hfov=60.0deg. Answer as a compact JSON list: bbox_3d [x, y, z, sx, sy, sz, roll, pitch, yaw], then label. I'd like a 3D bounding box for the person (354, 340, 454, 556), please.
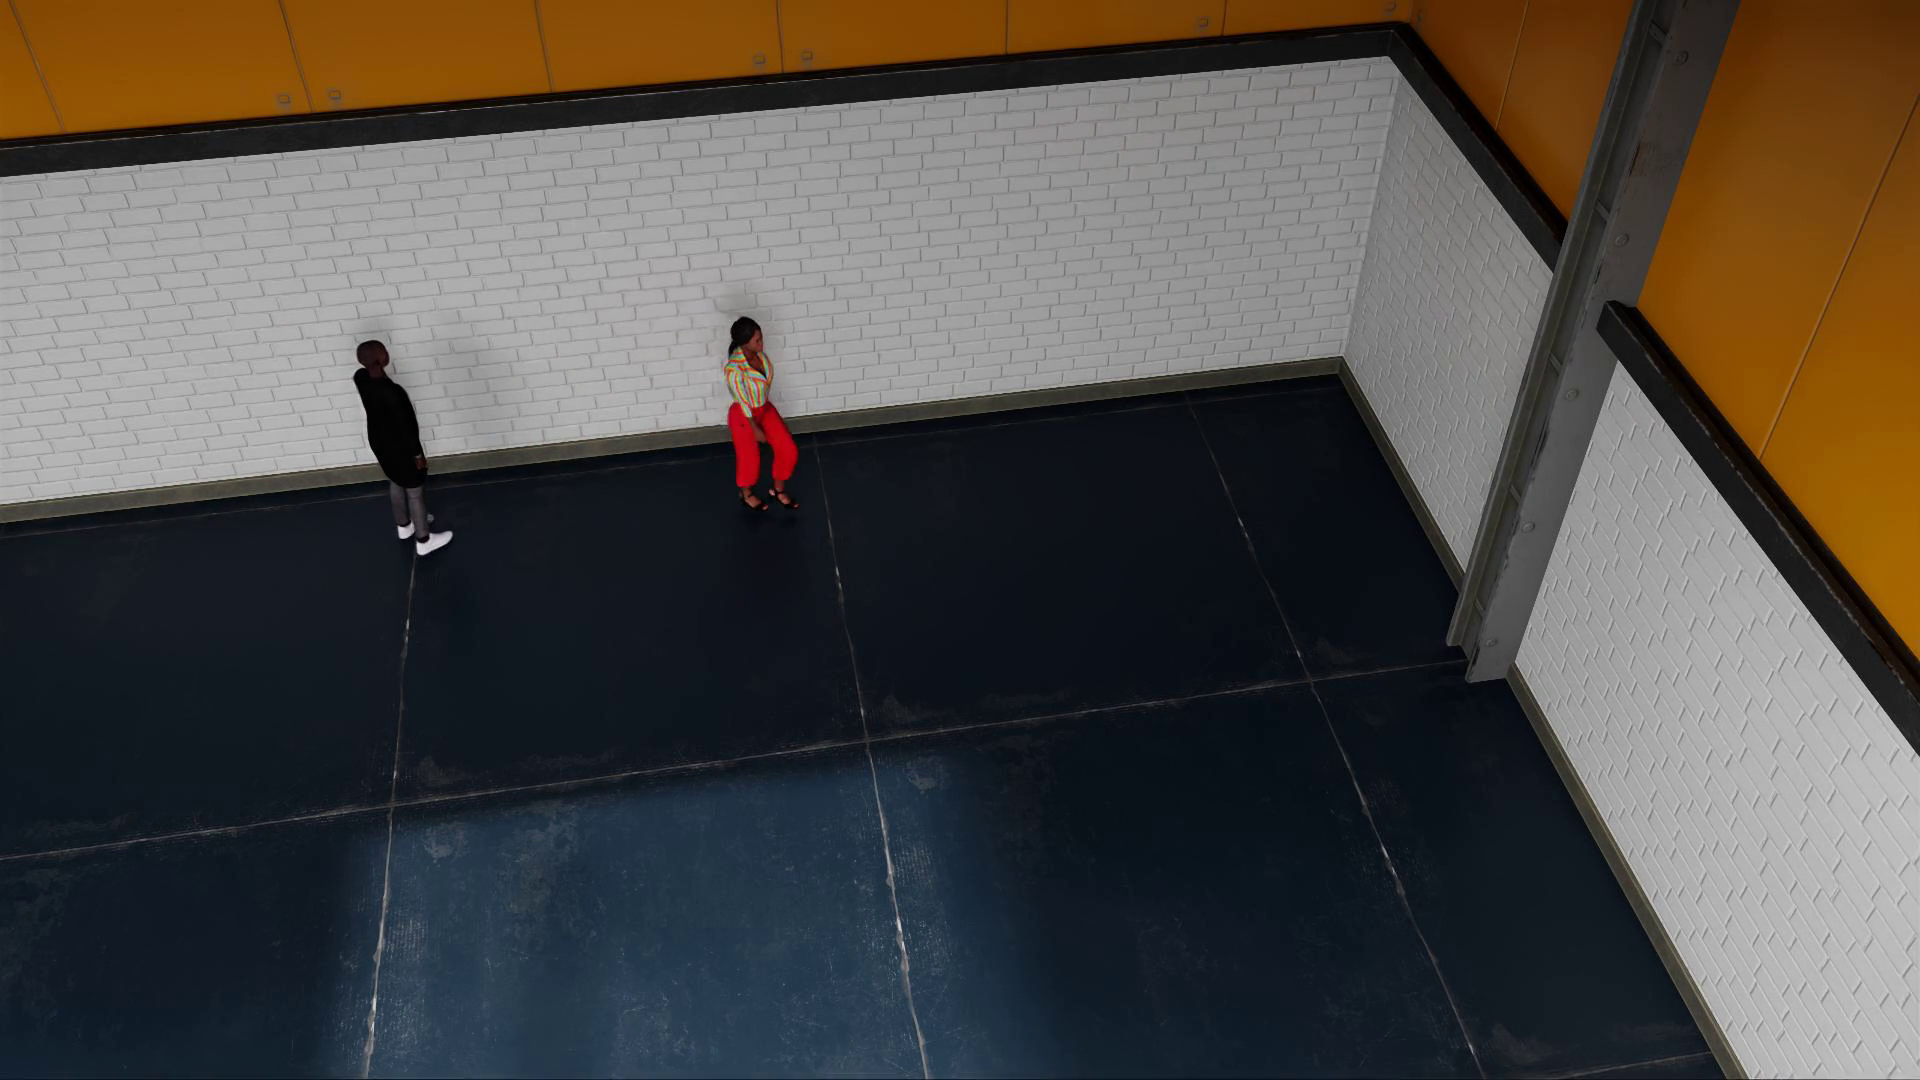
[{"bbox_3d":[-3.933,-0.652,11.558,0.700,1.761,0.782,31,52,28],"label":"person"}]

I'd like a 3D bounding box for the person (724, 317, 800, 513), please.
[{"bbox_3d":[-1.550,-0.858,11.762,0.846,1.777,0.799,19,47,19],"label":"person"}]
